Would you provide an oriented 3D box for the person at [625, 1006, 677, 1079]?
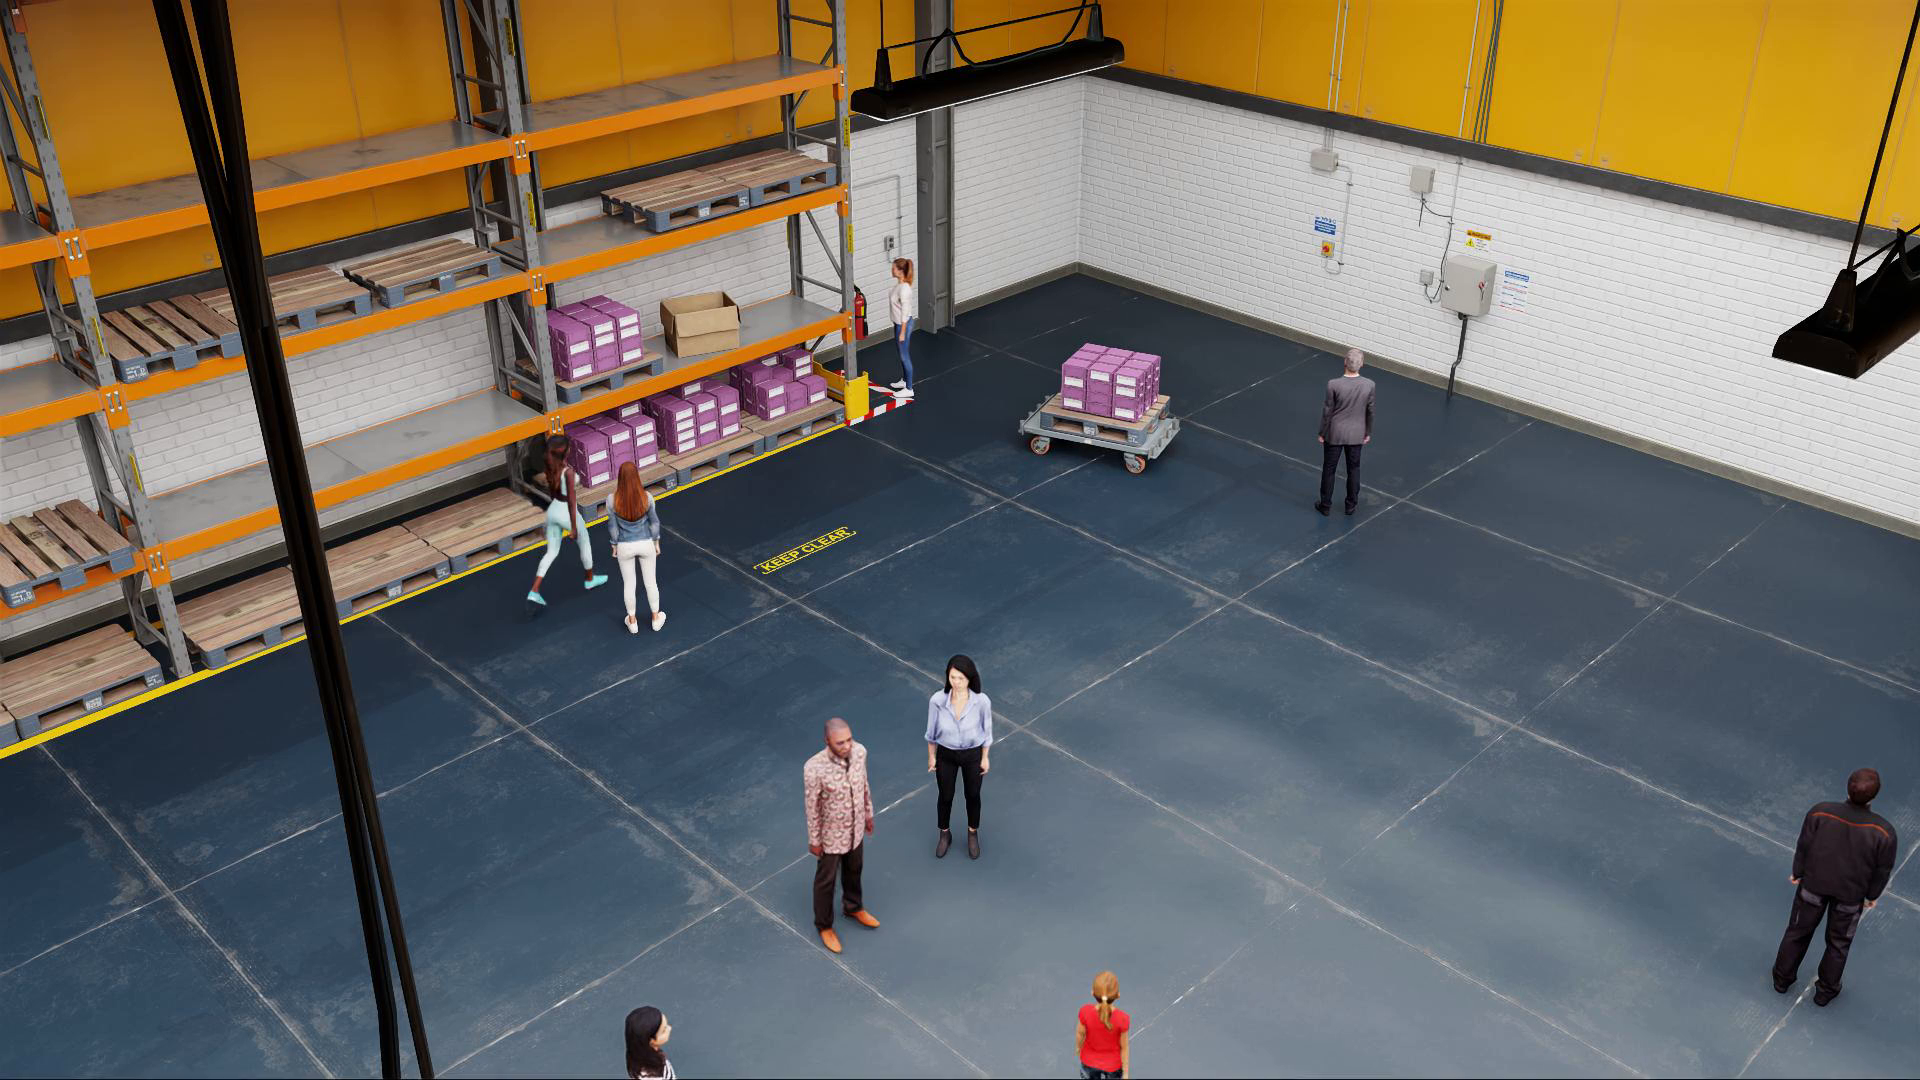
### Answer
[{"bbox_3d":[-1.676,3.281,9.204,0.582,1.797,0.632,-14,31,-23],"label":"person"}]

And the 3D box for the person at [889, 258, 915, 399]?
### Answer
[{"bbox_3d":[-0.679,-2.564,19.999,0.725,1.719,0.683,-2,29,-4],"label":"person"}]

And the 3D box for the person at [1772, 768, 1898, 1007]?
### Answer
[{"bbox_3d":[5.773,2.284,10.988,0.763,1.838,0.642,18,33,29],"label":"person"}]

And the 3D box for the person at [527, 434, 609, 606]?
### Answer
[{"bbox_3d":[-3.786,-0.147,15.605,0.691,1.685,1.170,18,34,30],"label":"person"}]

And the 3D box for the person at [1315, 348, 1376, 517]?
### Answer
[{"bbox_3d":[3.986,-1.122,17.230,0.788,1.841,0.862,-1,29,-2],"label":"person"}]

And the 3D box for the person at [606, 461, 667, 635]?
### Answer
[{"bbox_3d":[-2.962,0.069,15.190,0.645,1.702,0.754,-5,29,-10],"label":"person"}]

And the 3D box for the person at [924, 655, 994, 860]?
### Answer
[{"bbox_3d":[0.004,1.609,12.325,0.733,1.743,0.777,2,29,3],"label":"person"}]

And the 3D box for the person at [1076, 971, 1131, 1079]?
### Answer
[{"bbox_3d":[0.836,3.177,9.930,0.779,1.283,0.934,6,29,11],"label":"person"}]

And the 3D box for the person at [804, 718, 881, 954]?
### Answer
[{"bbox_3d":[-0.843,1.988,11.562,0.537,1.807,0.744,-24,36,-36],"label":"person"}]
